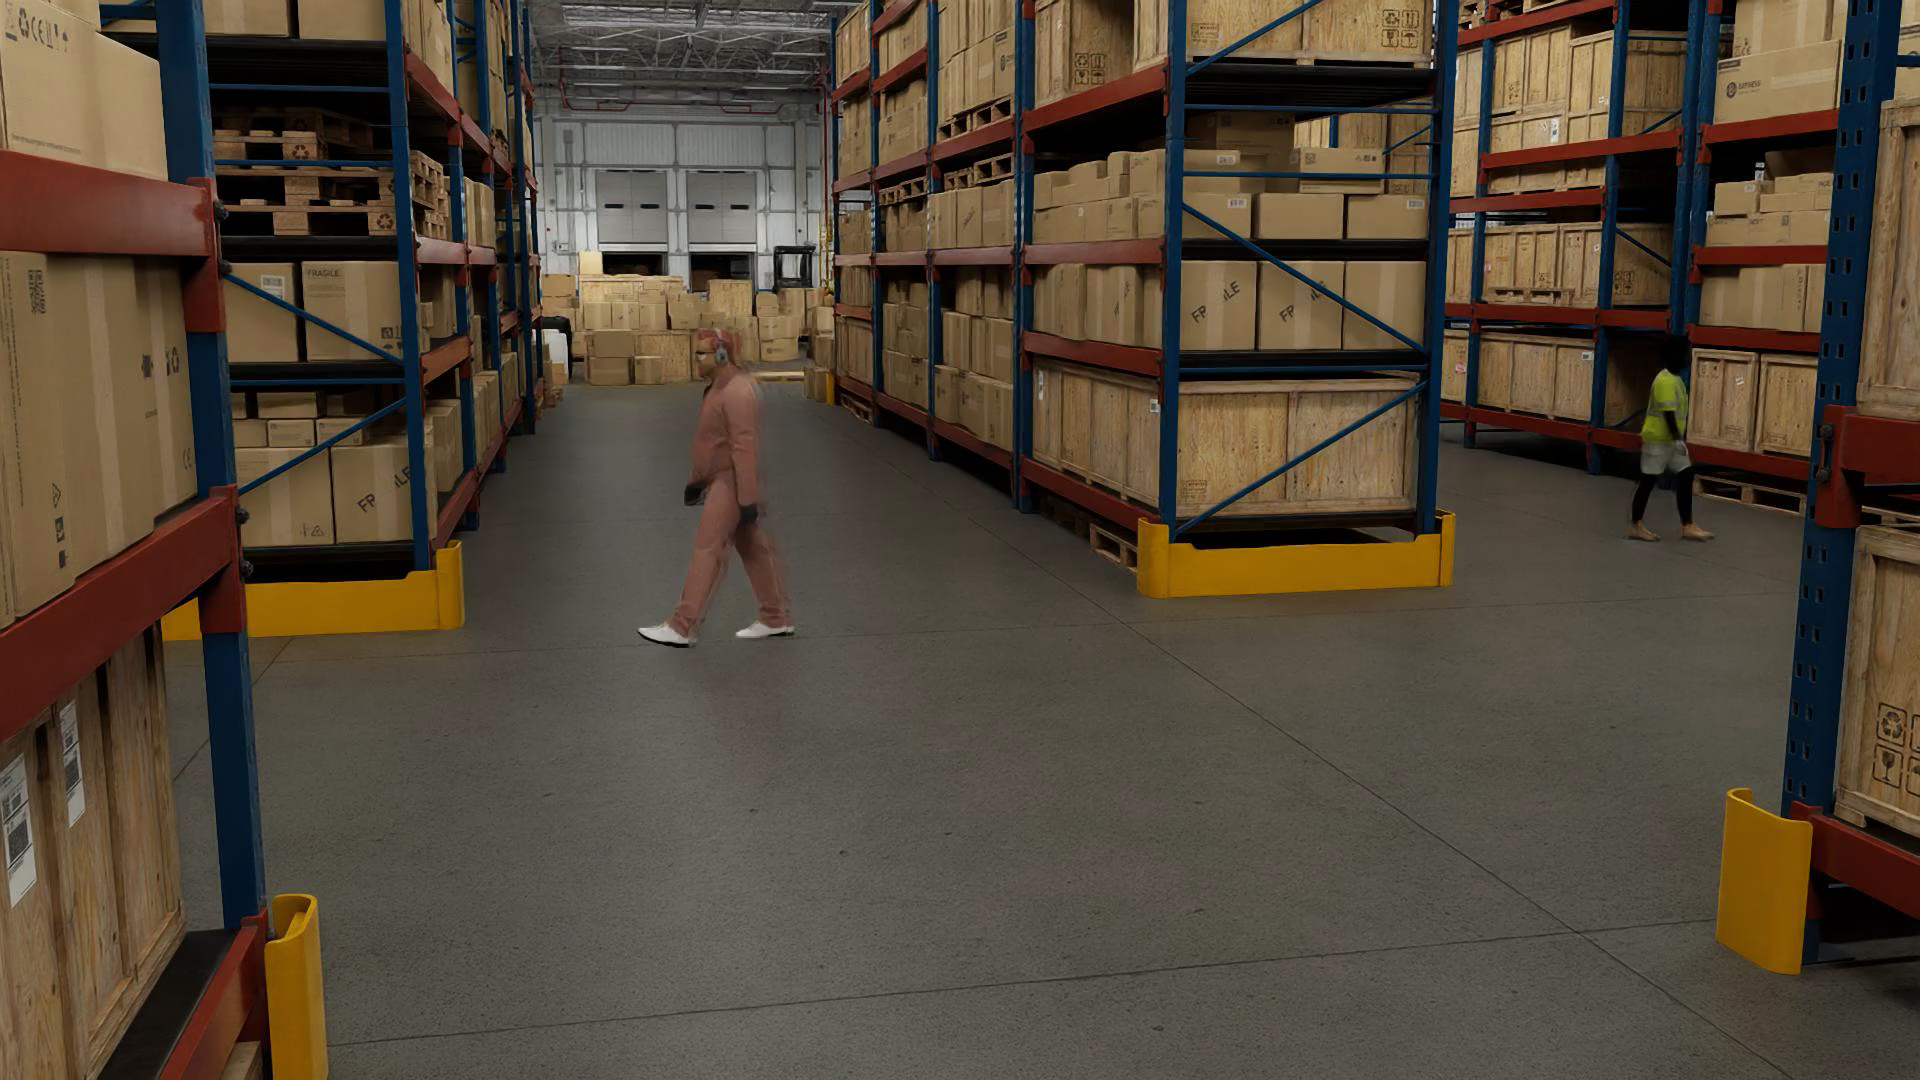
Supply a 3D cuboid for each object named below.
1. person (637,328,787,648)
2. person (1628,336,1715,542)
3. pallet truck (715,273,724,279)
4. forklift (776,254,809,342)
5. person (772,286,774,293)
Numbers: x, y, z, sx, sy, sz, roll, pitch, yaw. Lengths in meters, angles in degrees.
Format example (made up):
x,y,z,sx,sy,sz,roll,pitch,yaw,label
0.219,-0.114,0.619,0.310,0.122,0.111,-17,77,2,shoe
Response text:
x,y,z,sx,sy,sz,roll,pitch,yaw,label
-1.463,-0.300,9.758,0.957,1.864,0.667,-2,10,-11,person
5.750,-0.788,13.305,0.735,1.667,0.540,8,12,39,person
-8.580,-8.986,62.280,1.885,1.965,0.823,1,9,5,pallet truck
-4.821,-7.011,47.557,1.129,2.768,1.873,-3,10,-15,forklift
-5.705,-7.220,52.518,0.873,1.644,0.554,2,9,9,person
